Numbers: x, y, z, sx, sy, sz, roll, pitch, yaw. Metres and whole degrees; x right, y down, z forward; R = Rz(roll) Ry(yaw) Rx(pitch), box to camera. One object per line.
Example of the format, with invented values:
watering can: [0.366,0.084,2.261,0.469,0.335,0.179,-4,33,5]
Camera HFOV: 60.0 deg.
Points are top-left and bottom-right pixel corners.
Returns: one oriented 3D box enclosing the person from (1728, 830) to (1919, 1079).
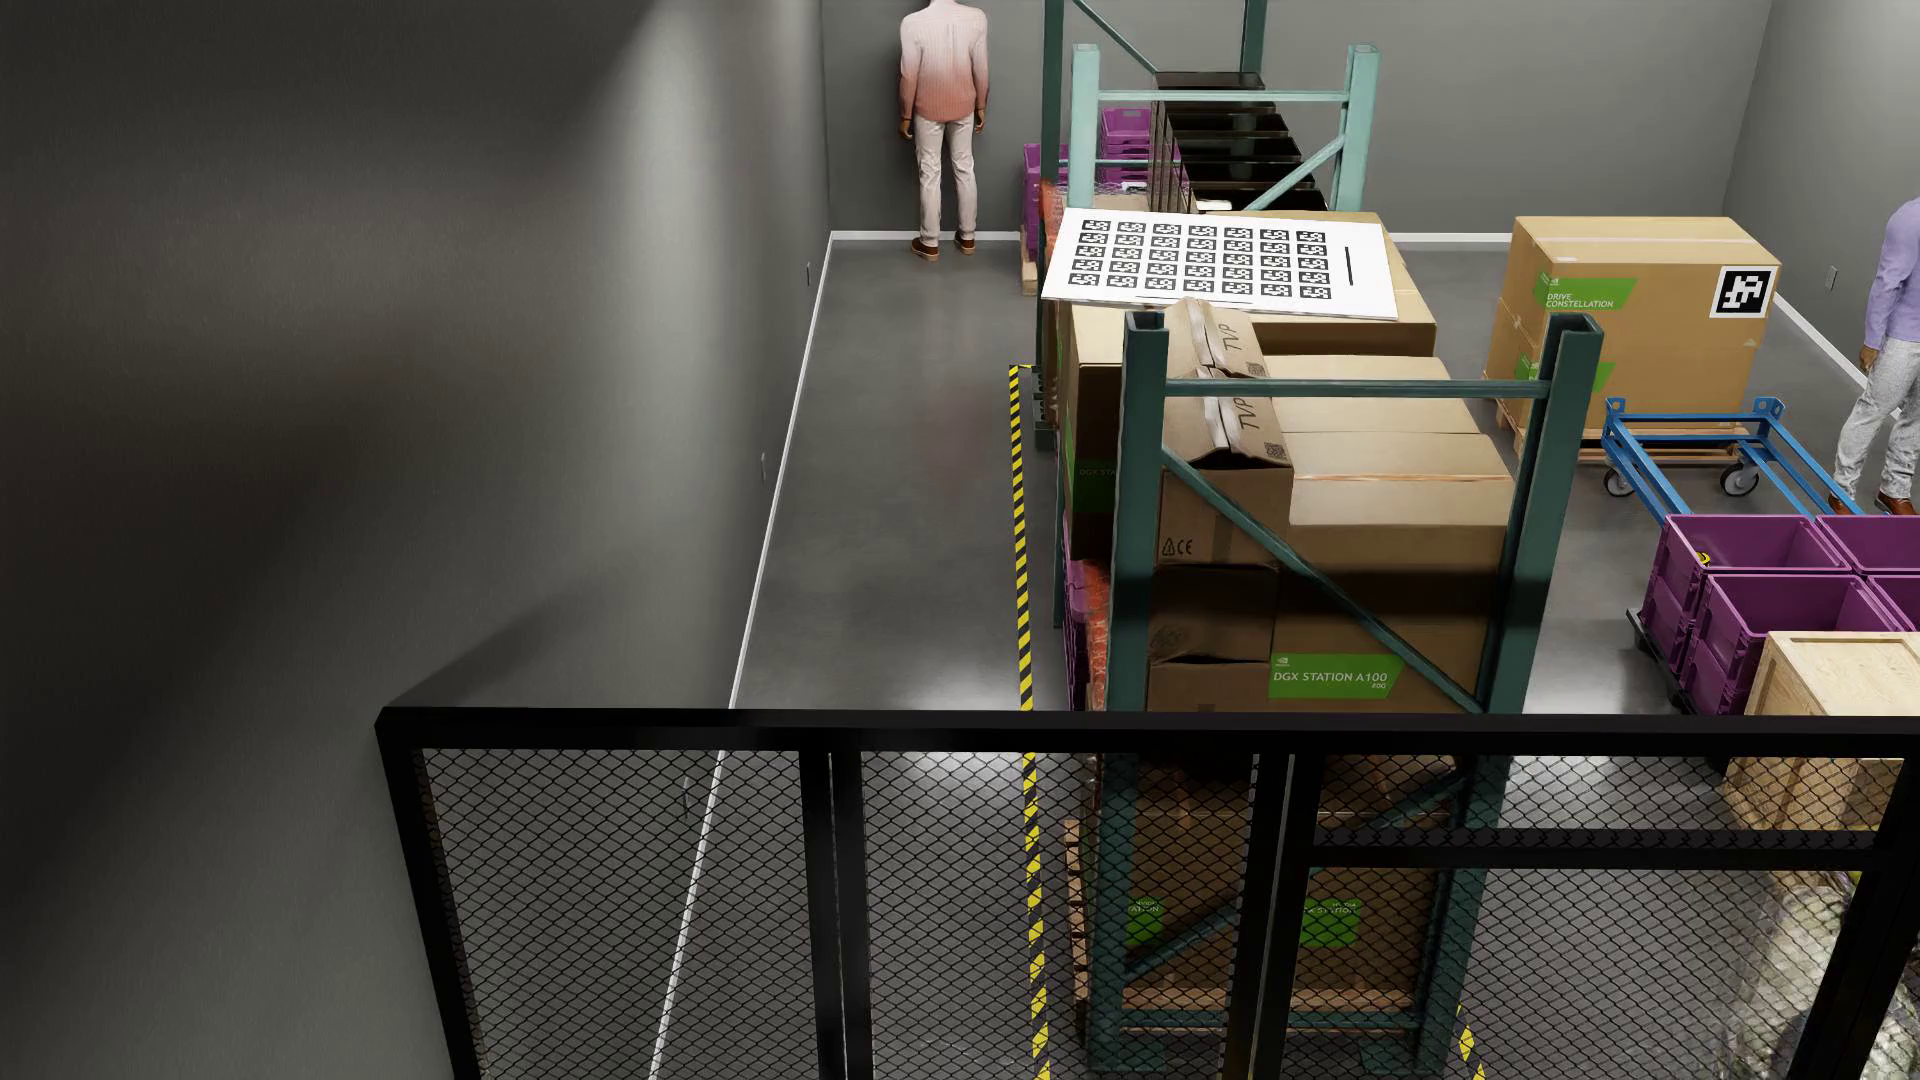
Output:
person: [1.970,1.405,4.017,0.834,1.803,0.595,8,32,14]

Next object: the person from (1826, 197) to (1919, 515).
person: [4.527,-0.944,7.784,0.630,1.940,0.372,-1,31,-2]

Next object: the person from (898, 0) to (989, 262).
person: [-0.114,-2.820,10.845,0.625,1.992,0.388,-13,33,-20]
